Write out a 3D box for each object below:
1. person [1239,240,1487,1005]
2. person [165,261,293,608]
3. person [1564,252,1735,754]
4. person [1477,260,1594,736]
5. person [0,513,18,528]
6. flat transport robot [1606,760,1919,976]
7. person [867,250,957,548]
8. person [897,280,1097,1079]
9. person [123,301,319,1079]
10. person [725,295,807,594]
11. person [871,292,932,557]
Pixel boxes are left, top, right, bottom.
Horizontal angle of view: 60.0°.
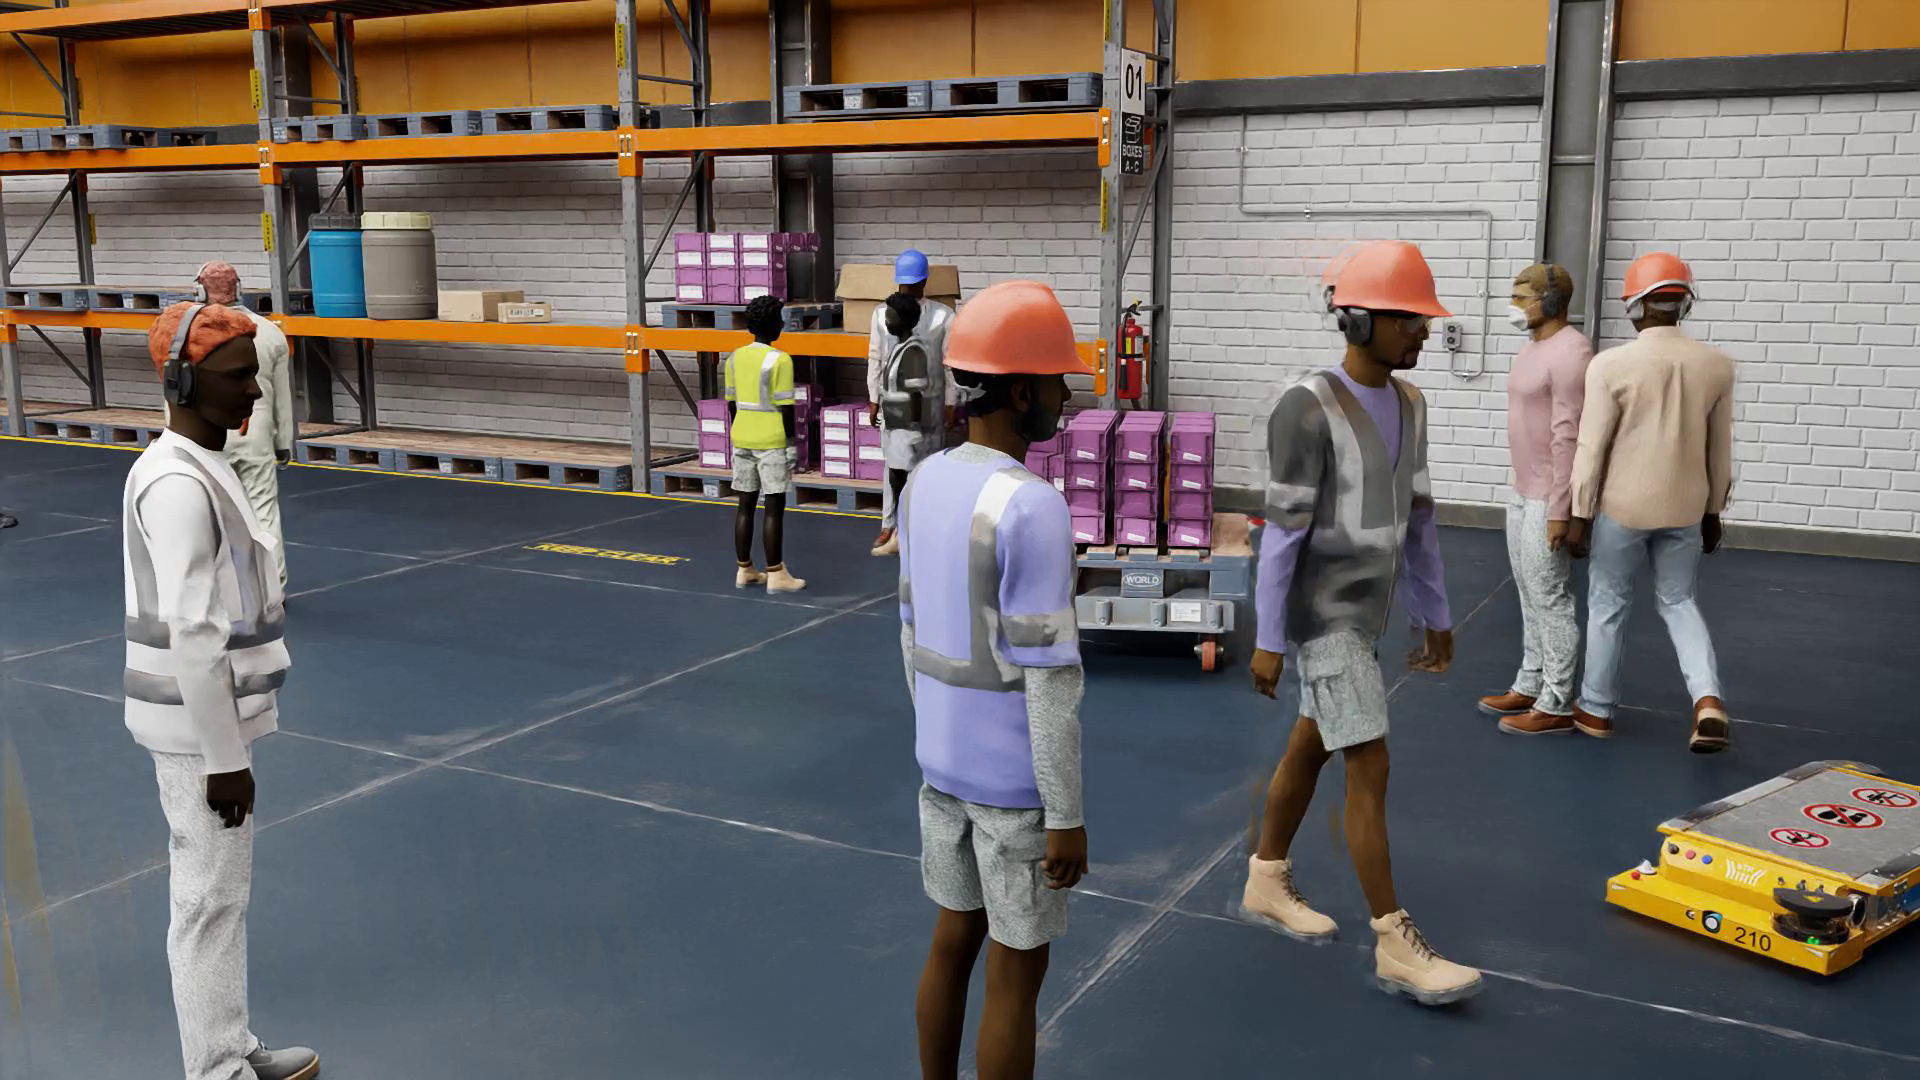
[{"bbox_3d":[1.147,0.212,4.510,0.953,1.998,0.631,9,14,42],"label":"person"},{"bbox_3d":[-3.897,-0.529,8.883,0.641,1.898,0.399,-10,14,-43],"label":"person"},{"bbox_3d":[2.695,-0.134,6.499,0.654,1.971,0.768,-2,10,-9],"label":"person"},{"bbox_3d":[2.386,-0.165,6.799,0.378,1.931,0.650,1,10,3],"label":"person"},{"bbox_3d":[-7.127,-0.997,11.493,1.017,1.887,0.551,1,10,6],"label":"person"},{"bbox_3d":[2.693,0.964,5.144,1.431,0.197,0.652,-8,13,-37],"label":"flat transport robot"},{"bbox_3d":[-0.308,-0.895,10.757,0.604,1.939,0.401,2,11,13],"label":"person"},{"bbox_3d":[0.095,0.451,3.383,0.356,1.937,0.552,-6,12,-30],"label":"person"},{"bbox_3d":[-1.661,0.416,3.724,0.361,1.884,0.574,-4,11,-22],"label":"person"},{"bbox_3d":[-1.119,-0.545,9.502,0.537,1.695,0.320,9,14,42],"label":"person"},{"bbox_3d":[-0.301,-0.715,10.466,0.471,1.680,0.543,-2,11,-11],"label":"person"}]
